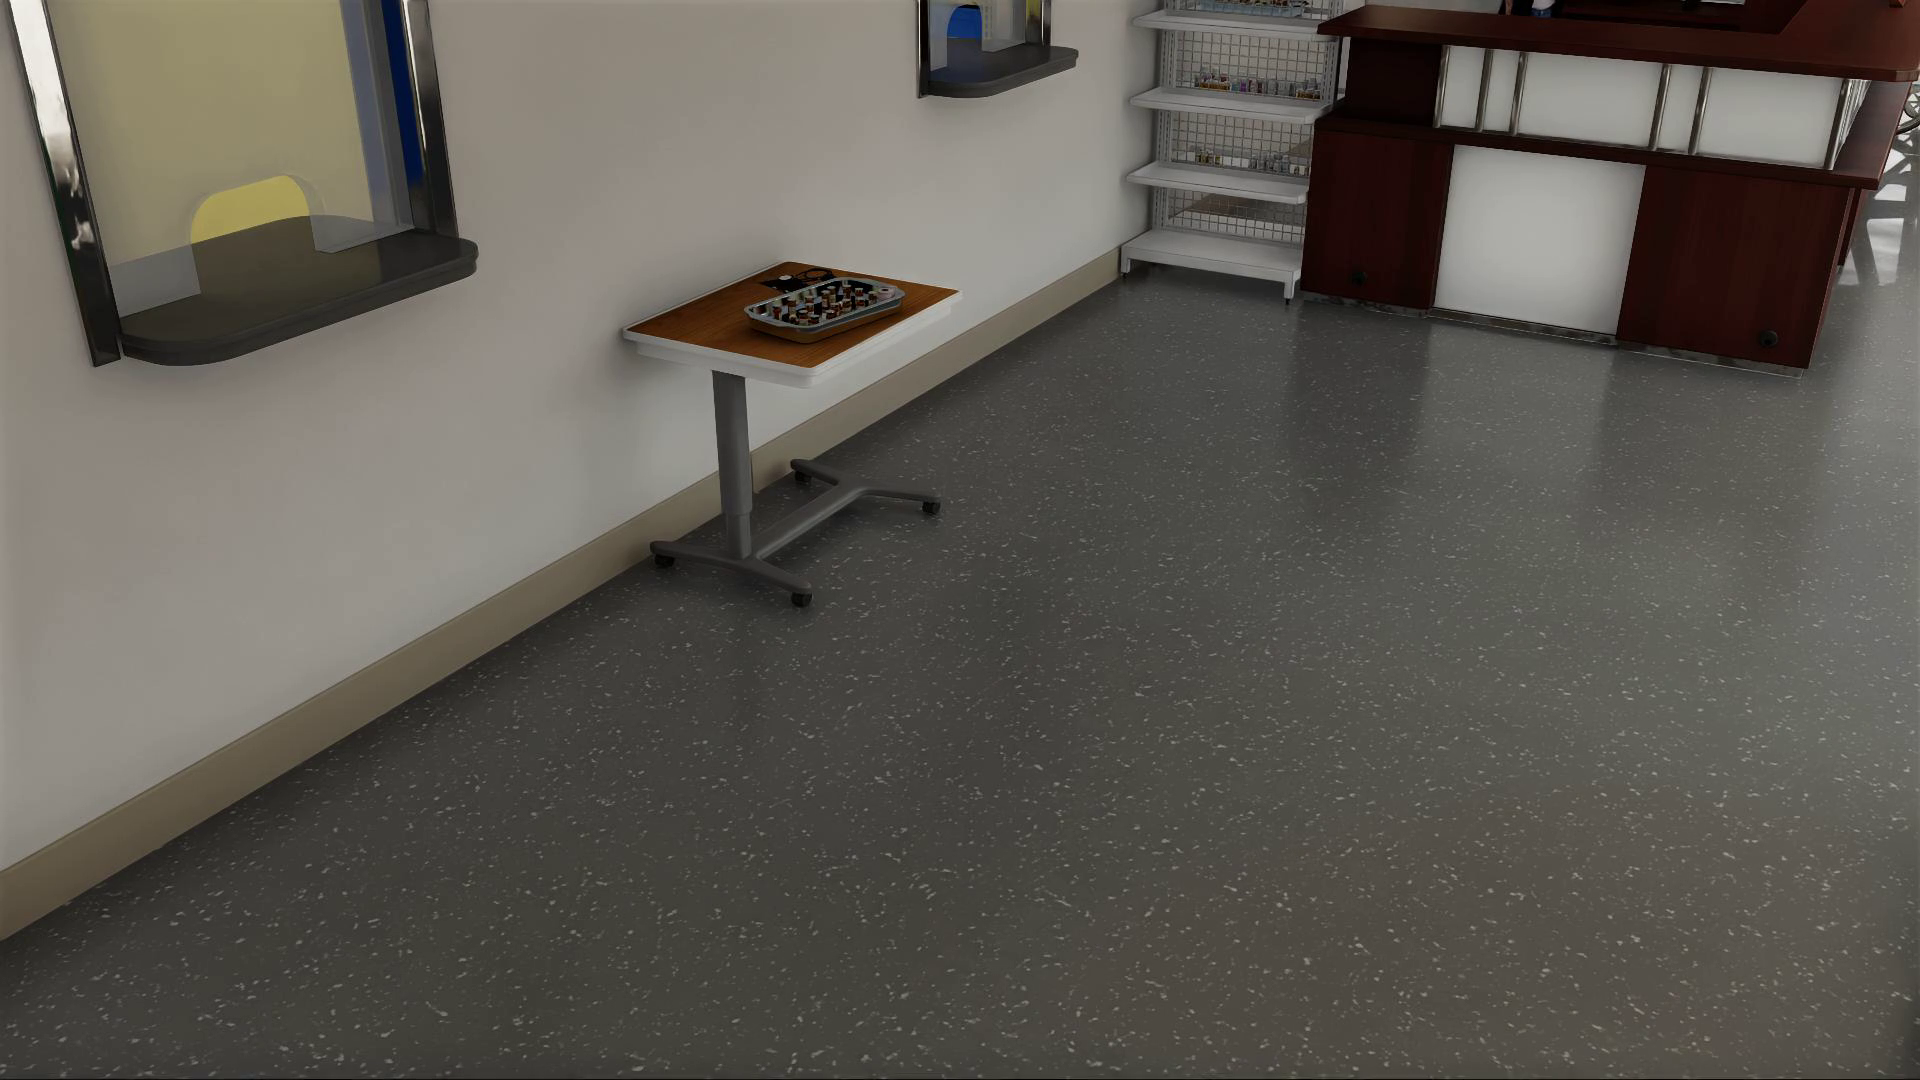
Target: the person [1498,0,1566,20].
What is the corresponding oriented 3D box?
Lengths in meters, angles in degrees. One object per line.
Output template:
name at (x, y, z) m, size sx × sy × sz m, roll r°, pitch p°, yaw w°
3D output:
person at (3.577, -3.263, 10.546) m, size 0.718 × 1.685 × 0.744 m, roll -11°, pitch 28°, yaw -22°
